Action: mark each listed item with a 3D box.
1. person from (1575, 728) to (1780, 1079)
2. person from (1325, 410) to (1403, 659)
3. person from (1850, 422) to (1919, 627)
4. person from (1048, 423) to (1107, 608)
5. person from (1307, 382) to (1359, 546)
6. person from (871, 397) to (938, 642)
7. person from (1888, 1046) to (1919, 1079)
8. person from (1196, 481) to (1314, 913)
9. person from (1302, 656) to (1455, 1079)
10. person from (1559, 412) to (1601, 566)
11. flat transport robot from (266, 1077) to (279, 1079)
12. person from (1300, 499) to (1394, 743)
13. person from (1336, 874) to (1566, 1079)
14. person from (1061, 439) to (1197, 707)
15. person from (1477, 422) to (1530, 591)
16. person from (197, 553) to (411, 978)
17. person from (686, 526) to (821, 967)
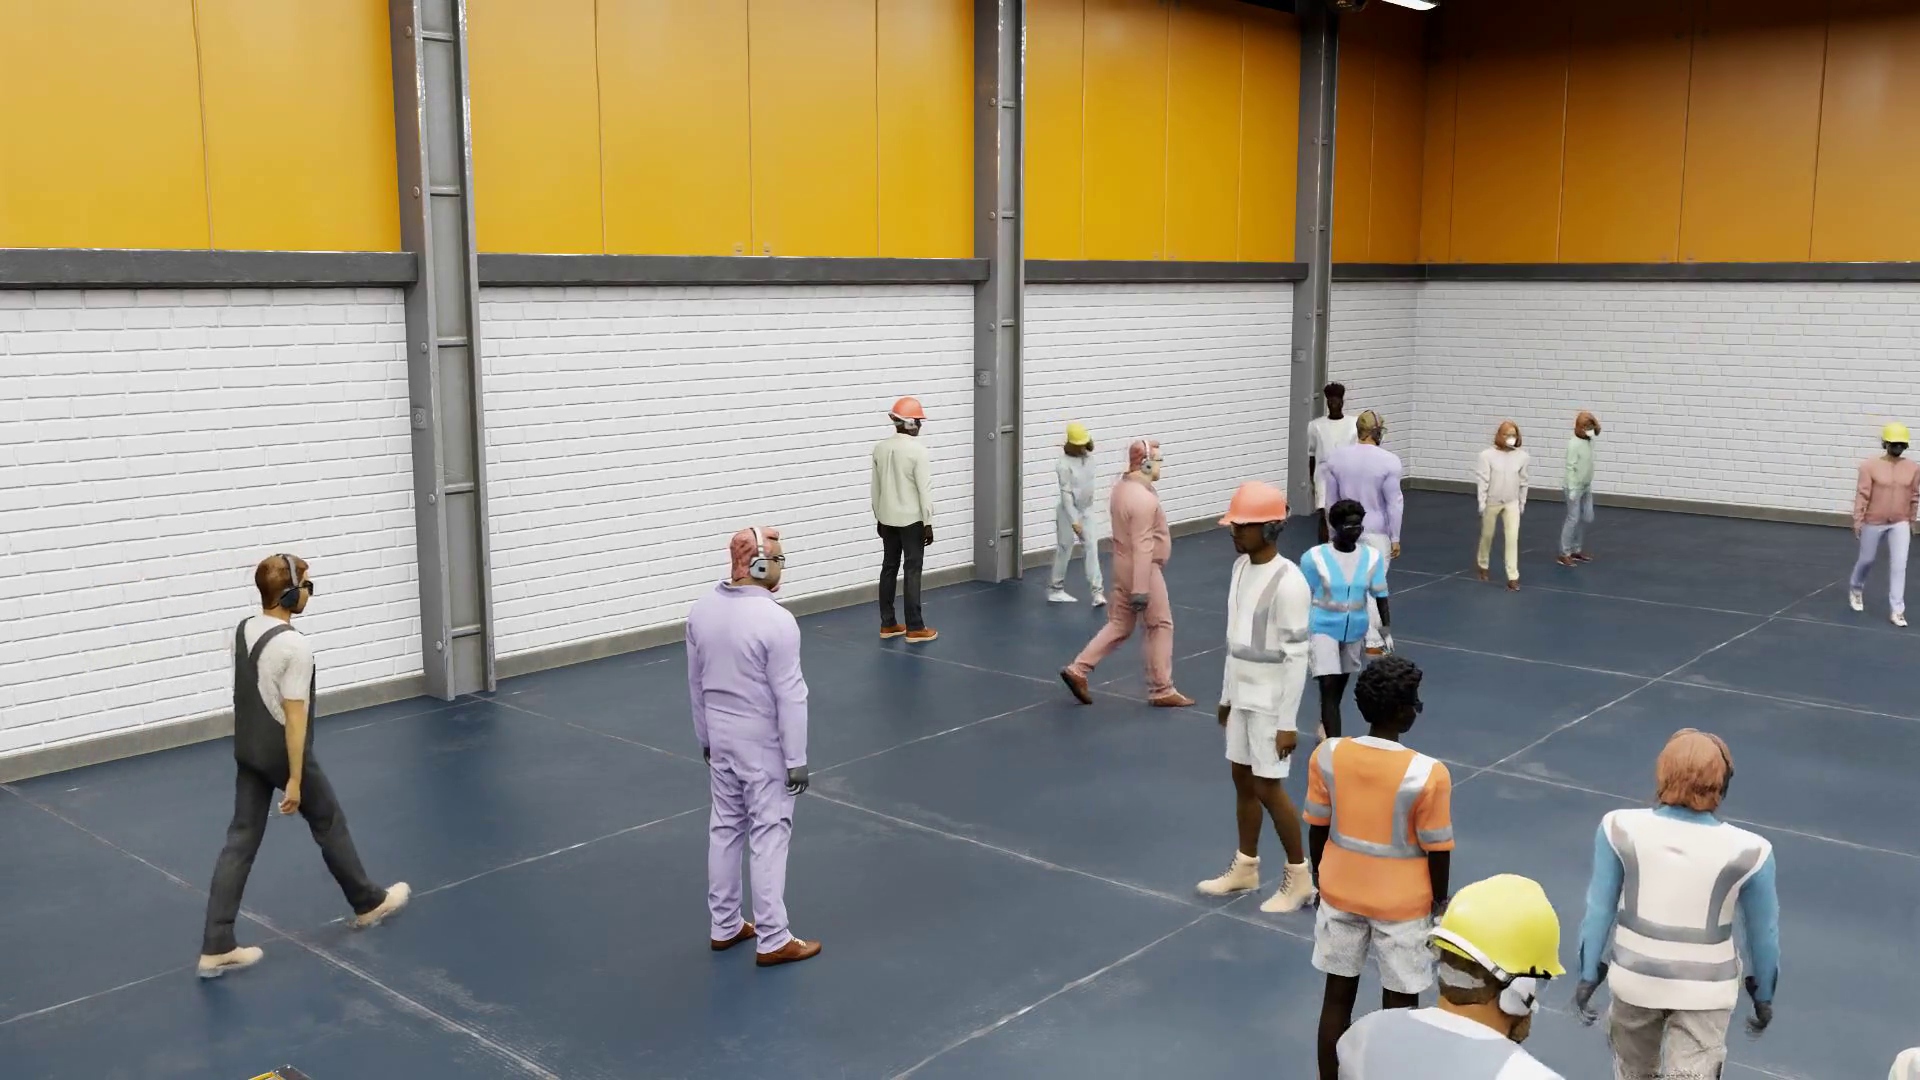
[{"bbox_3d":[2.224,1.361,5.134,0.548,1.603,0.774,6,11,31],"label":"person"},{"bbox_3d":[3.144,-0.044,12.960,0.635,1.936,0.350,8,12,40],"label":"person"},{"bbox_3d":[8.016,-0.174,14.440,0.538,1.731,0.883,2,9,10],"label":"person"},{"bbox_3d":[1.059,-0.223,14.882,0.527,1.675,0.769,-6,11,-35],"label":"person"},{"bbox_3d":[3.790,-0.641,16.756,0.598,1.934,0.950,2,9,13],"label":"person"},{"bbox_3d":[-0.447,-0.169,13.567,0.623,1.990,0.391,8,12,40],"label":"person"},{"bbox_3d":[2.161,1.621,3.444,0.523,1.636,0.310,8,12,40],"label":"person"},{"bbox_3d":[1.397,0.735,7.772,0.435,2.046,0.621,-3,9,-16],"label":"person"},{"bbox_3d":[1.431,1.231,5.693,0.540,1.698,0.317,8,12,40],"label":"person"},{"bbox_3d":[6.320,-0.517,16.977,0.526,1.597,0.416,-7,11,-36],"label":"person"},{"bbox_3d":[-2.123,2.021,5.205,1.431,0.197,0.652,8,12,40],"label":"flat transport robot"},{"bbox_3d":[2.313,0.556,10.108,0.551,1.642,0.887,-2,9,-11],"label":"person"},{"bbox_3d":[1.084,1.562,3.387,0.902,1.769,0.638,-6,11,-34],"label":"person"},{"bbox_3d":[1.164,0.236,11.419,0.877,1.879,0.651,-2,9,-11],"label":"person"},{"bbox_3d":[5.192,-0.348,15.958,0.506,1.596,0.853,1,9,4],"label":"person"},{"bbox_3d":[-2.934,0.941,7.258,0.519,1.786,1.008,5,10,29],"label":"person"},{"bbox_3d":[-0.881,0.884,7.236,0.652,1.904,0.403,8,12,40],"label":"person"}]
